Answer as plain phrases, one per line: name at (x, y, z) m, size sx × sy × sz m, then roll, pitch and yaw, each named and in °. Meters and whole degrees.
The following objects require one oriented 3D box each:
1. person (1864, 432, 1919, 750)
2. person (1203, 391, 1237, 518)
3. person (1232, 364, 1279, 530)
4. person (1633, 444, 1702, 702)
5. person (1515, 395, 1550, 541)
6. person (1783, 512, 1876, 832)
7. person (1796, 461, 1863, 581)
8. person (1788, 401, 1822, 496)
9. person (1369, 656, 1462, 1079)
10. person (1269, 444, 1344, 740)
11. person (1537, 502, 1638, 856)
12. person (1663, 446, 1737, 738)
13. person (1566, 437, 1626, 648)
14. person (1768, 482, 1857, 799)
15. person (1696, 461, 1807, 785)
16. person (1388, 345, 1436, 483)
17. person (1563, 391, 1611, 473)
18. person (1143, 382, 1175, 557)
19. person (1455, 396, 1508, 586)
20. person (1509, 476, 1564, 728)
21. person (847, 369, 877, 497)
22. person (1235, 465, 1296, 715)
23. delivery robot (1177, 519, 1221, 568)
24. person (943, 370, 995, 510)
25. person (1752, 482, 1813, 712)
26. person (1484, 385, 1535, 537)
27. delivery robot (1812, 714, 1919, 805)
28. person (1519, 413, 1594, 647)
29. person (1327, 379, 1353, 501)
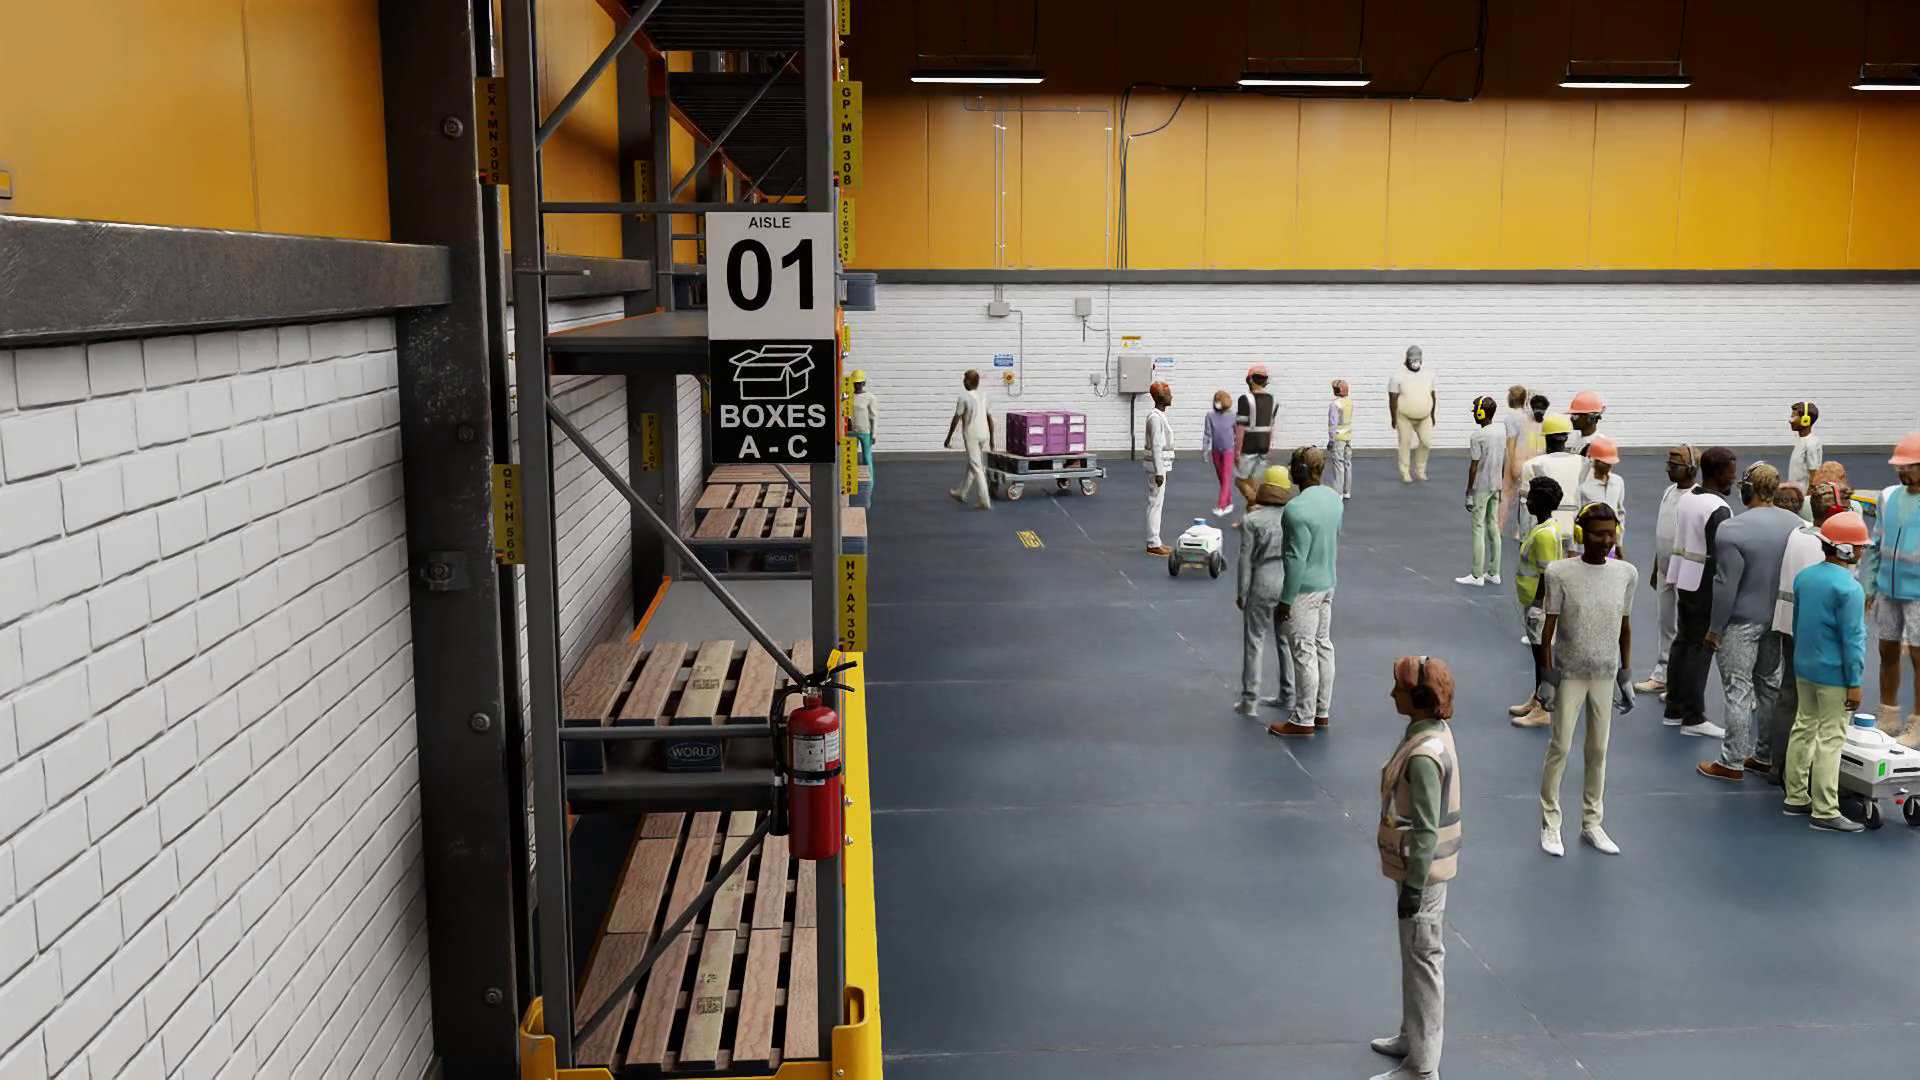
person at (6.068, 0.325, 10.676) m, size 0.395 × 2.039 × 0.614 m, roll -4°, pitch 10°, yaw -21°
person at (3.310, -1.084, 20.969) m, size 0.516 × 1.586 × 0.830 m, roll 6°, pitch 11°, yaw 32°
person at (3.491, -1.067, 19.573) m, size 0.666 × 1.997 × 0.594 m, roll -5°, pitch 11°, yaw -31°
person at (5.112, 0.235, 11.853) m, size 0.345 × 1.846 × 0.508 m, roll -2°, pitch 9°, yaw -13°
person at (6.548, -0.811, 18.905) m, size 0.537 × 1.693 × 0.320 m, roll 3°, pitch 10°, yaw 20°
person at (4.790, 0.712, 9.140) m, size 0.329 × 1.751 × 0.566 m, roll -1°, pitch 9°, yaw -4°
person at (6.566, 0.213, 12.655) m, size 0.507 × 1.633 × 0.278 m, roll 7°, pitch 11°, yaw 36°
person at (7.800, -0.350, 15.451) m, size 0.311 × 1.869 × 0.532 m, roll 3°, pitch 10°, yaw 18°
person at (1.710, 1.234, 6.220) m, size 0.306 × 1.640 × 0.522 m, roll 3°, pitch 9°, yaw 16°
person at (2.270, 0.338, 10.913) m, size 0.371 × 1.941 × 0.627 m, roll 7°, pitch 11°, yaw 37°
person at (3.285, 0.723, 8.707) m, size 0.514 × 1.873 × 0.328 m, roll -1°, pitch 9°, yaw -4°
person at (4.894, 0.335, 11.005) m, size 0.372 × 1.914 × 0.597 m, roll 0°, pitch 9°, yaw 0°
person at (5.151, 0.032, 13.465) m, size 0.577 × 1.737 × 0.355 m, roll -4°, pitch 10°, yaw -21°
person at (4.966, 0.578, 9.698) m, size 0.373 × 1.843 × 0.570 m, roll -2°, pitch 9°, yaw -11°
person at (4.722, 0.494, 9.935) m, size 0.630 × 1.940 × 0.372 m, roll -3°, pitch 10°, yaw -21°
person at (6.614, -1.841, 24.278) m, size 0.719 × 2.000 × 0.538 m, roll 0°, pitch 9°, yaw -2°
person at (5.347, -0.256, 14.315) m, size 0.376 × 2.041 × 0.615 m, roll 0°, pitch 9°, yaw 1°
person at (2.163, -0.767, 18.025) m, size 0.355 × 1.885 × 0.575 m, roll 1°, pitch 9°, yaw 8°
person at (5.131, -0.476, 16.290) m, size 0.509 × 1.858 × 0.333 m, roll -6°, pitch 11°, yaw -33°
person at (3.897, 0.414, 11.196) m, size 0.318 × 1.697 × 0.534 m, roll 3°, pitch 9°, yaw 17°
person at (-1.387, -1.459, 22.776) m, size 0.529 × 1.761 × 0.340 m, roll 3°, pitch 10°, yaw 19°
person at (2.158, 0.362, 11.533) m, size 0.498 × 1.692 × 0.347 m, roll -2°, pitch 9°, yaw -14°
delivery robot at (2.434, 0.025, 16.915) m, size 0.477 × 0.478 × 0.707 m, roll 3°, pitch 9°, yaw 19°
person at (0.125, -1.317, 21.758) m, size 0.524 × 1.790 × 0.976 m, roll -9°, pitch 12°, yaw -43°
person at (5.582, 0.416, 11.349) m, size 0.513 × 1.644 × 0.313 m, roll 7°, pitch 12°, yaw 39°
person at (6.406, -0.864, 18.942) m, size 0.495 × 1.799 × 0.981 m, roll -4°, pitch 10°, yaw -24°
delivery robot at (5.084, 1.226, 9.378) m, size 0.477 × 0.478 × 0.707 m, roll -2°, pitch 9°, yaw -11°
person at (4.824, -0.066, 13.524) m, size 0.590 × 1.918 × 0.401 m, roll 0°, pitch 9°, yaw 2°
person at (5.111, -1.340, 22.380) m, size 0.315 × 1.641 × 0.515 m, roll 8°, pitch 12°, yaw 42°
